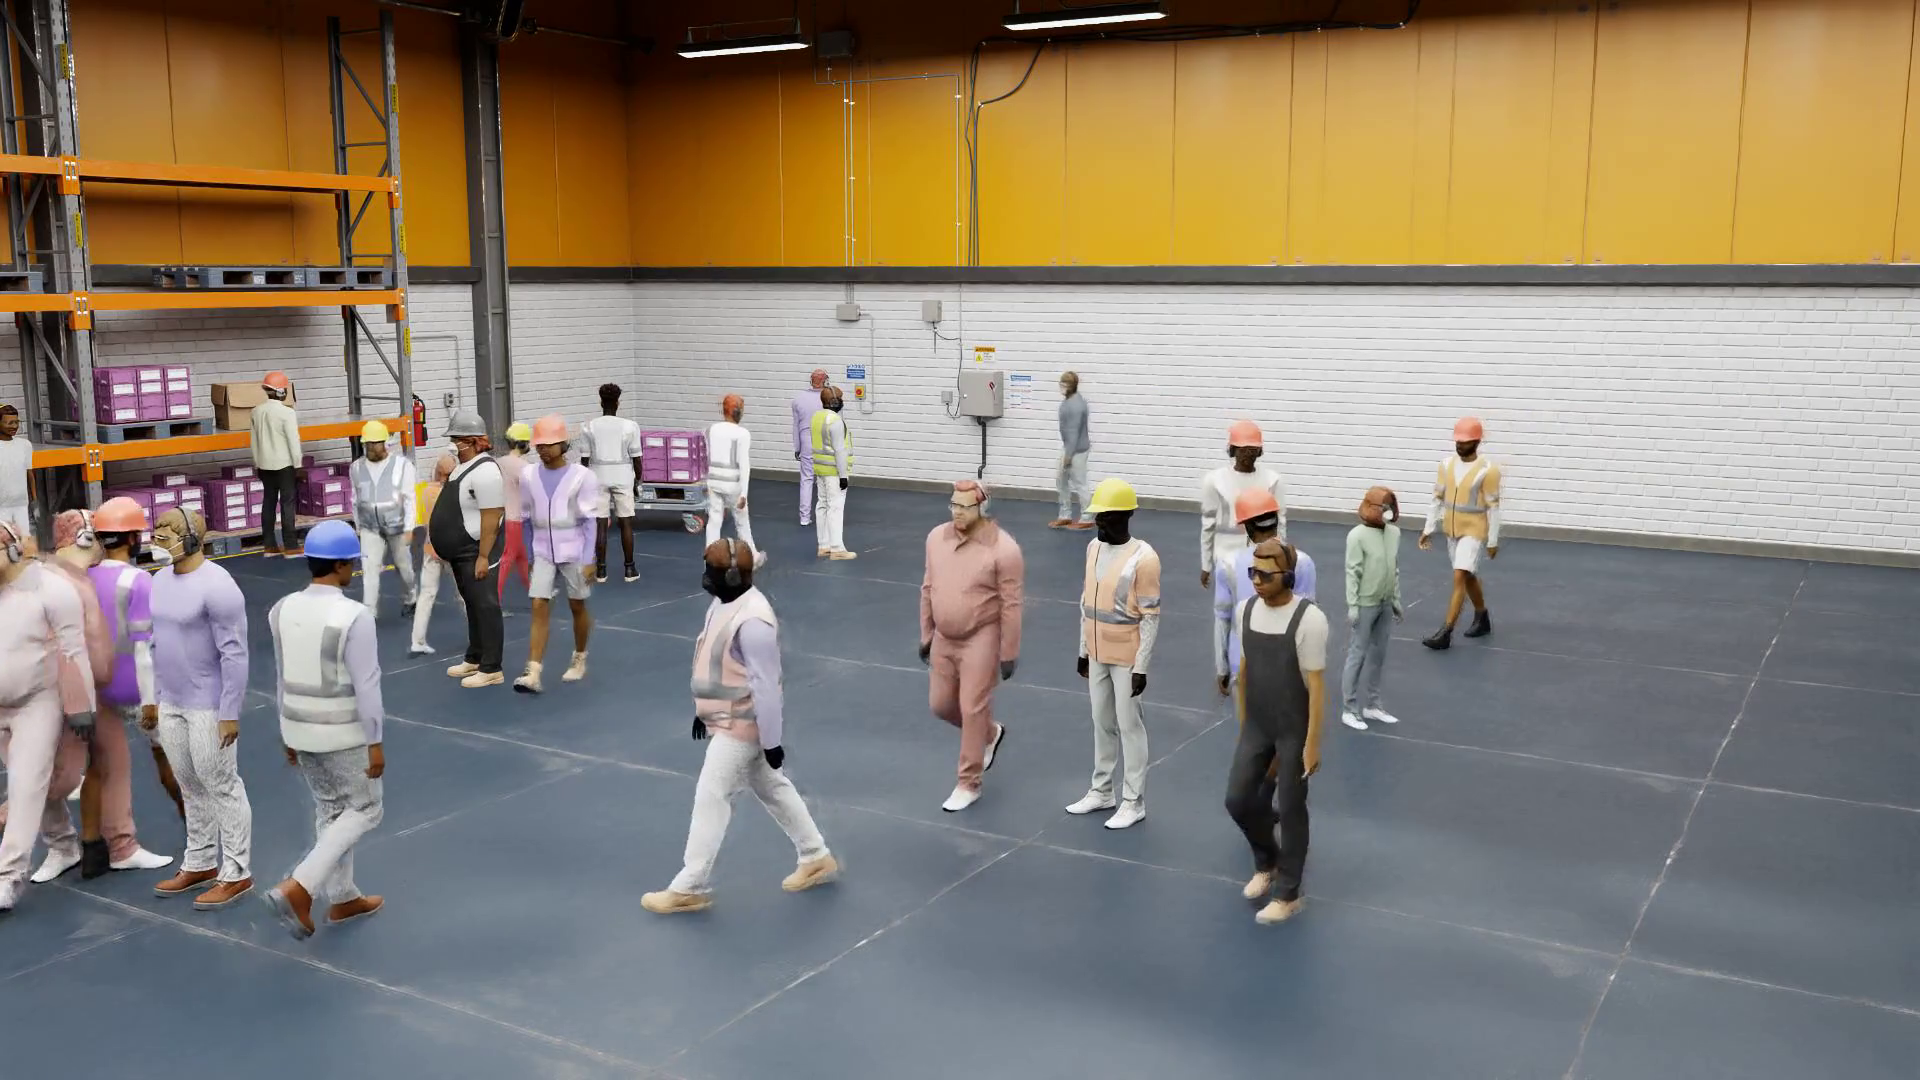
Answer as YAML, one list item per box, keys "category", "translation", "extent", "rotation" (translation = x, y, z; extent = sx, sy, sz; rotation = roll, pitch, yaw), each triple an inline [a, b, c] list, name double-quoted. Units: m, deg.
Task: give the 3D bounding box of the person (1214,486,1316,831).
- category: "person"
  translation: [1.615, 0.666, 8.897]
  extent: [0.567, 1.902, 0.564]
  rotation: [4, 10, 26]

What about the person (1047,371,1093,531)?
- category: "person"
  translation: [1.304, -1.029, 19.477]
  extent: [0.625, 1.900, 0.665]
  rotation: [-2, 9, -11]

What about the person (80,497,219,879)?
- category: "person"
  translation: [-4.235, 0.719, 8.596]
  extent: [0.568, 1.887, 0.981]
  rotation: [3, 10, 19]

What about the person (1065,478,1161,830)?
- category: "person"
  translation: [0.849, 0.614, 9.139]
  extent: [0.363, 1.928, 0.587]
  rotation: [-6, 11, -34]

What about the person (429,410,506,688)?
- category: "person"
  translation: [-3.628, 0.058, 12.261]
  extent: [0.535, 2.000, 0.674]
  rotation: [-5, 10, -29]

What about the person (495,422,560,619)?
- category: "person"
  translation: [-3.897, -0.180, 14.758]
  extent: [0.531, 1.713, 0.911]
  rotation: [8, 12, 43]

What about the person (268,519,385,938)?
- category: "person"
  translation: [-2.897, 0.875, 7.529]
  extent: [0.642, 1.924, 0.622]
  rotation: [5, 10, 27]

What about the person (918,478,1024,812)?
- category: "person"
  translation: [0.082, 0.567, 9.546]
  extent: [0.658, 1.888, 0.663]
  rotation: [7, 11, 37]

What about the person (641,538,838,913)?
- category: "person"
  translation: [-1.031, 0.869, 7.988]
  extent: [0.970, 1.801, 0.621]
  rotation: [-2, 9, -15]

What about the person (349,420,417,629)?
- category: "person"
  translation: [-4.943, -0.142, 14.305]
  extent: [0.583, 1.793, 0.921]
  rotation: [0, 9, -3]

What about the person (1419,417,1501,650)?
- category: "person"
  translation: [4.125, -0.072, 13.591]
  extent: [1.011, 1.889, 0.561]
  rotation: [-6, 11, -33]

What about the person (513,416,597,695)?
- category: "person"
  translation: [-2.932, 0.121, 11.986]
  extent: [0.621, 1.994, 1.013]
  rotation: [1, 9, 9]

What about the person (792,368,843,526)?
- category: "person"
  translation: [-1.688, -1.106, 19.985]
  extent: [0.647, 1.901, 0.402]
  rotation: [2, 9, 11]

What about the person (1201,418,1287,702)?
- category: "person"
  translation: [2.030, 0.114, 12.014]
  extent: [0.614, 2.018, 0.915]
  rotation: [-1, 9, -5]

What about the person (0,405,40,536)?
- category: "person"
  translation: [-8.579, -0.294, 15.037]
  extent: [0.334, 1.860, 0.508]
  rotation: [6, 11, 32]

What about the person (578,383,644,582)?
- category: "person"
  translation: [-3.425, -0.562, 16.361]
  extent: [0.617, 1.964, 0.361]
  rotation: [-1, 9, -6]

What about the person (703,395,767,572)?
- category: "person"
  translation: [-2.261, -0.522, 16.523]
  extent: [0.573, 1.826, 0.991]
  rotation: [4, 10, 24]

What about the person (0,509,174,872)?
- category: "person"
  translation: [-4.491, 0.778, 8.316]
  extent: [0.831, 1.866, 0.667]
  rotation: [-2, 9, -10]

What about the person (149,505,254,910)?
- category: "person"
  translation: [-3.664, 0.793, 7.984]
  extent: [0.635, 1.938, 0.358]
  rotation: [6, 11, 33]

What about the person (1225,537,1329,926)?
- category: "person"
  translation: [1.471, 0.892, 7.725]
  extent: [0.530, 1.833, 0.393]
  rotation: [9, 13, 43]

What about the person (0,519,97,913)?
- category: "person"
  translation: [-4.598, 0.831, 7.978]
  extent: [0.674, 1.856, 0.967]
  rotation: [2, 9, 10]

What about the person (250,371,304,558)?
- category: "person"
  translation: [-7.265, -0.801, 17.763]
  extent: [0.623, 1.992, 0.396]
  rotation: [4, 10, 23]

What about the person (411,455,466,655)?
- category: "person"
  translation: [-4.112, 0.108, 13.365]
  extent: [0.508, 1.583, 0.899]
  rotation: [4, 10, 25]

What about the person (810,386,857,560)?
- category: "person"
  translation: [-1.346, -0.714, 17.690]
  extent: [0.429, 1.846, 0.625]
  rotation: [-5, 10, -30]

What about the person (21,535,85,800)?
- category: "person"
  translation: [-5.306, 0.766, 9.306]
  extent: [0.875, 1.592, 0.506]
  rotation: [-6, 11, -33]

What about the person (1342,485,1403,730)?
- category: "person"
  translation: [2.766, 0.442, 11.131]
  extent: [0.506, 1.631, 0.266]
  rotation: [-7, 11, -36]
